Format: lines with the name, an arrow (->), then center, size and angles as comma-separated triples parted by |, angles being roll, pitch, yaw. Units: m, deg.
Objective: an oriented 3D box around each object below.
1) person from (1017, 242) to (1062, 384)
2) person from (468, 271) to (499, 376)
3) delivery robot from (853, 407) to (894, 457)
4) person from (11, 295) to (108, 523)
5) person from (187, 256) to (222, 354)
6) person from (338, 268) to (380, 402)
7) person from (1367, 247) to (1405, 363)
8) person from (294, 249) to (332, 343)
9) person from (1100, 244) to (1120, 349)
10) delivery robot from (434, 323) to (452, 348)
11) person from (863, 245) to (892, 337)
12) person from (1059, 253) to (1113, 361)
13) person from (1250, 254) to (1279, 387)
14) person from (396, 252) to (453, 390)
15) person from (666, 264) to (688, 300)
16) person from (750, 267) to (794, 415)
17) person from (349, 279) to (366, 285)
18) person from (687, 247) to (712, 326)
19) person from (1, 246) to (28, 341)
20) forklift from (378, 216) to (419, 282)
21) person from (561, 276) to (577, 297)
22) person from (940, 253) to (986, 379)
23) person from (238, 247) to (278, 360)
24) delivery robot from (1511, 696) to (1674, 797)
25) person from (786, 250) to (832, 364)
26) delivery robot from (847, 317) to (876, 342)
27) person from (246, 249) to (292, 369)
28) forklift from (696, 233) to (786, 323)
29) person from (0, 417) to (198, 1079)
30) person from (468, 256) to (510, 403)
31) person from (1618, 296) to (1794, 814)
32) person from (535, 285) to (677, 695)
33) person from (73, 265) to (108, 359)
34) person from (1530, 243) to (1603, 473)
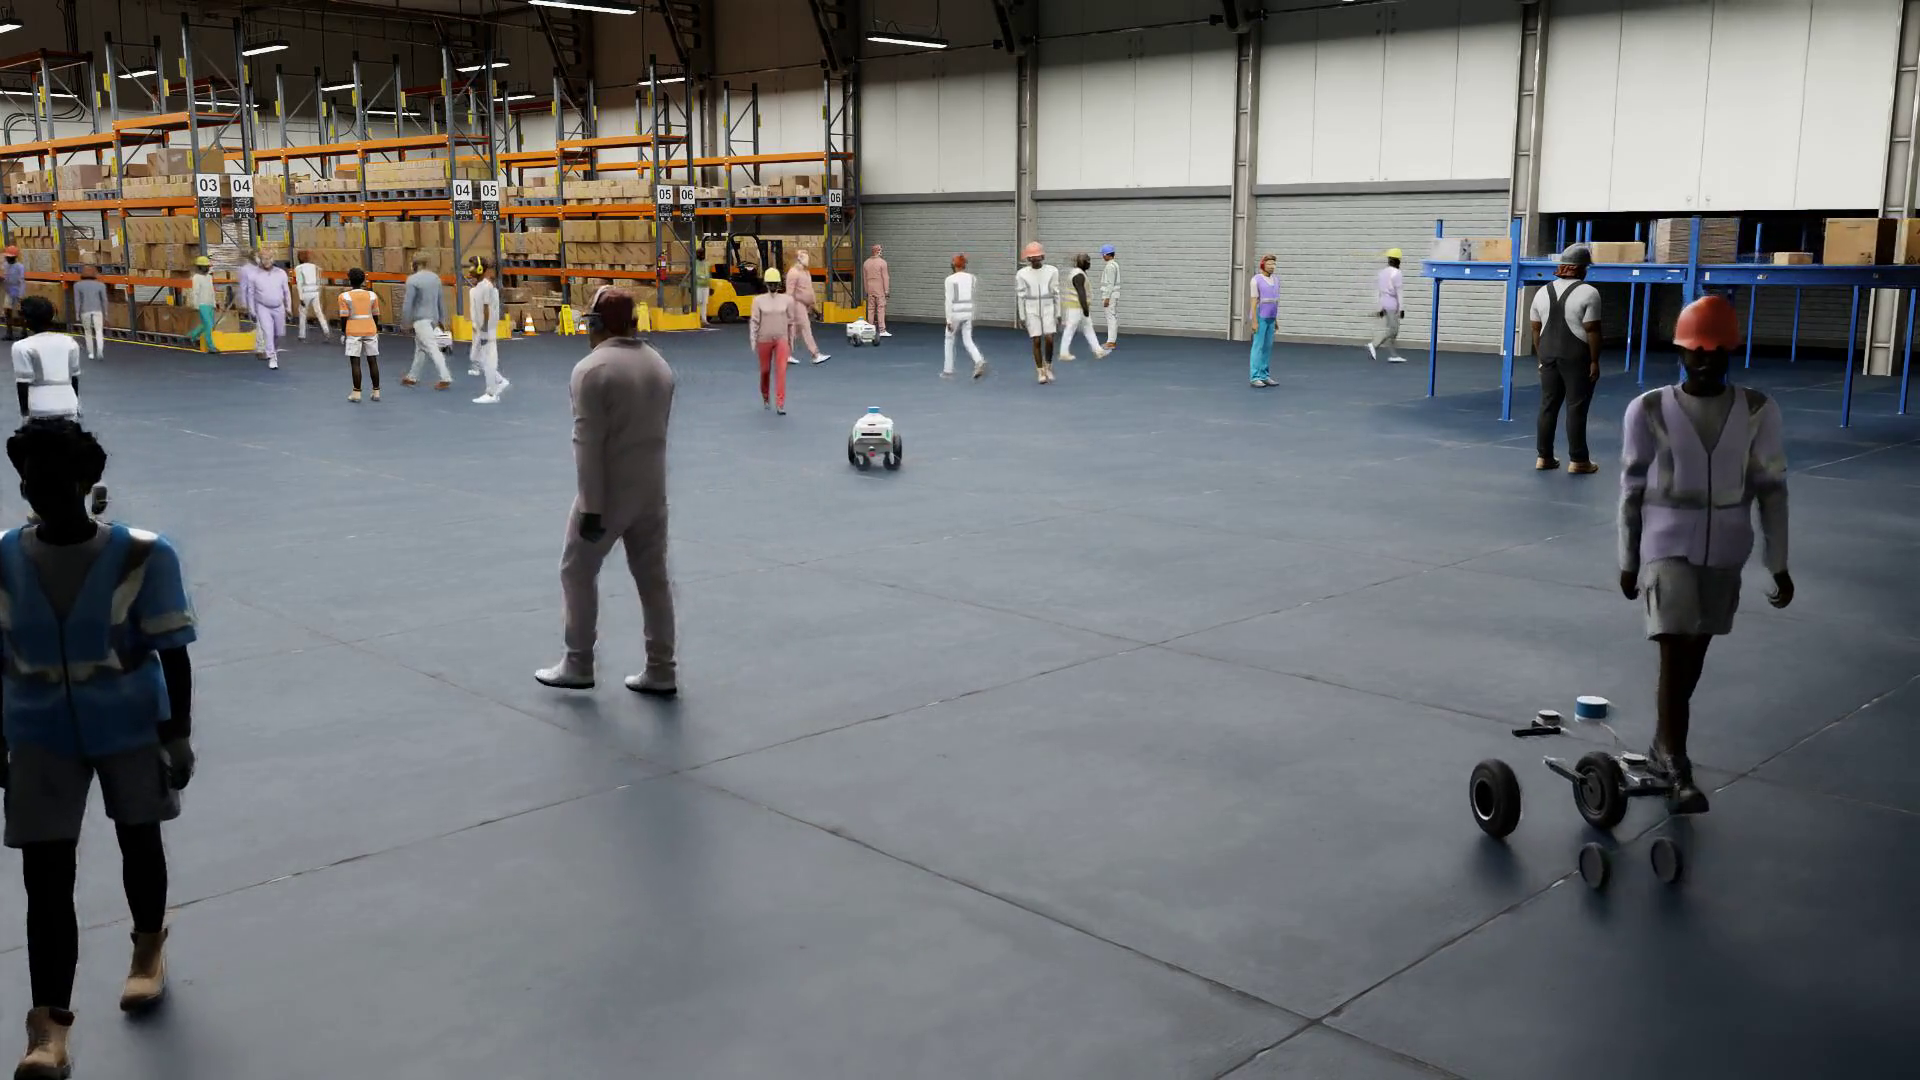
person -> 1.133, -3.238, 23.749 | 0.641, 2.011, 0.582 | 0, 10, 1
person -> -7.146, -3.242, 24.877 | 0.517, 1.599, 0.752 | -9, 14, -41
delivery robot -> -0.794, -0.984, 15.306 | 0.477, 0.478, 0.707 | 0, 10, 0
person -> -6.639, -0.955, 12.193 | 0.627, 1.681, 0.543 | 5, 12, 26
person -> -13.655, -4.236, 29.913 | 0.632, 1.744, 0.539 | 1, 10, 7
person -> -7.680, -2.627, 21.295 | 0.532, 1.696, 0.319 | -10, 14, -42
person -> 7.115, -3.893, 27.609 | 0.722, 1.907, 0.606 | -3, 11, -16
person -> -12.798, -4.809, 32.810 | 0.957, 1.846, 0.575 | 7, 13, 35
person -> 2.803, -4.555, 31.136 | 0.399, 1.942, 0.603 | 2, 11, 12
delivery robot -> -9.410, -3.656, 29.877 | 0.477, 0.478, 0.707 | -8, 13, -38
person -> -1.719, -5.218, 34.847 | 0.642, 1.909, 0.410 | 8, 13, 36
person -> 2.124, -3.951, 28.249 | 0.955, 1.791, 0.651 | 2, 11, 9
person -> 4.265, -3.078, 23.346 | 0.376, 1.842, 0.571 | 10, 14, 43
person -> -7.393, -3.013, 22.888 | 1.015, 1.886, 0.650 | 4, 11, 21
person -> -6.706, -6.141, 39.927 | 0.600, 1.884, 0.945 | -8, 13, -38
person -> -2.262, -2.412, 20.021 | 0.533, 1.736, 0.822 | -2, 11, -12
person -> -16.665, -7.225, 45.972 | 0.530, 1.847, 0.760 | -9, 14, -41
person -> -6.105, -5.966, 39.138 | 0.446, 1.829, 0.651 | 10, 14, 43
person -> -18.897, -4.911, 33.204 | 0.576, 1.891, 0.703 | 2, 11, 9
forklift -> -17.868, -9.201, 54.028 | 1.873, 2.768, 1.129 | -10, 14, -44
person -> -10.701, -7.079, 45.477 | 0.486, 1.737, 0.319 | 3, 11, 17
person -> 0.040, -3.285, 24.467 | 0.569, 1.859, 0.843 | -7, 13, -34
person -> -11.801, -4.000, 28.220 | 0.981, 1.891, 0.652 | 8, 13, 36
delivery robot -> 2.151, 0.653, 5.675 | 0.335, 0.223, 0.698 | -2, 11, -11
person -> -2.552, -3.819, 27.351 | 0.990, 1.853, 0.692 | 3, 11, 17
delivery robot -> -1.903, -4.053, 32.046 | 0.477, 0.478, 0.707 | -5, 12, -27
person -> -11.079, -3.710, 26.673 | 0.644, 1.887, 0.765 | -8, 13, -37
forklift -> -5.496, -6.489, 41.108 | 2.313, 2.155, 1.214 | -10, 14, -44
person -> -2.237, 0.516, 4.248 | 0.555, 1.646, 0.856 | -3, 11, -16
person -> -6.023, -2.664, 21.076 | 0.425, 1.857, 0.509 | -5, 12, -26
person -> 2.758, 0.047, 6.197 | 0.569, 1.886, 0.979 | 2, 11, 9
person -> -1.653, -0.222, 7.674 | 0.795, 1.878, 0.669 | 6, 12, 30
person -> -14.858, -3.895, 28.454 | 0.508, 1.613, 0.680 | -5, 12, -26
person -> 5.517, -1.625, 15.003 | 0.535, 2.000, 0.674 | -7, 13, -34
